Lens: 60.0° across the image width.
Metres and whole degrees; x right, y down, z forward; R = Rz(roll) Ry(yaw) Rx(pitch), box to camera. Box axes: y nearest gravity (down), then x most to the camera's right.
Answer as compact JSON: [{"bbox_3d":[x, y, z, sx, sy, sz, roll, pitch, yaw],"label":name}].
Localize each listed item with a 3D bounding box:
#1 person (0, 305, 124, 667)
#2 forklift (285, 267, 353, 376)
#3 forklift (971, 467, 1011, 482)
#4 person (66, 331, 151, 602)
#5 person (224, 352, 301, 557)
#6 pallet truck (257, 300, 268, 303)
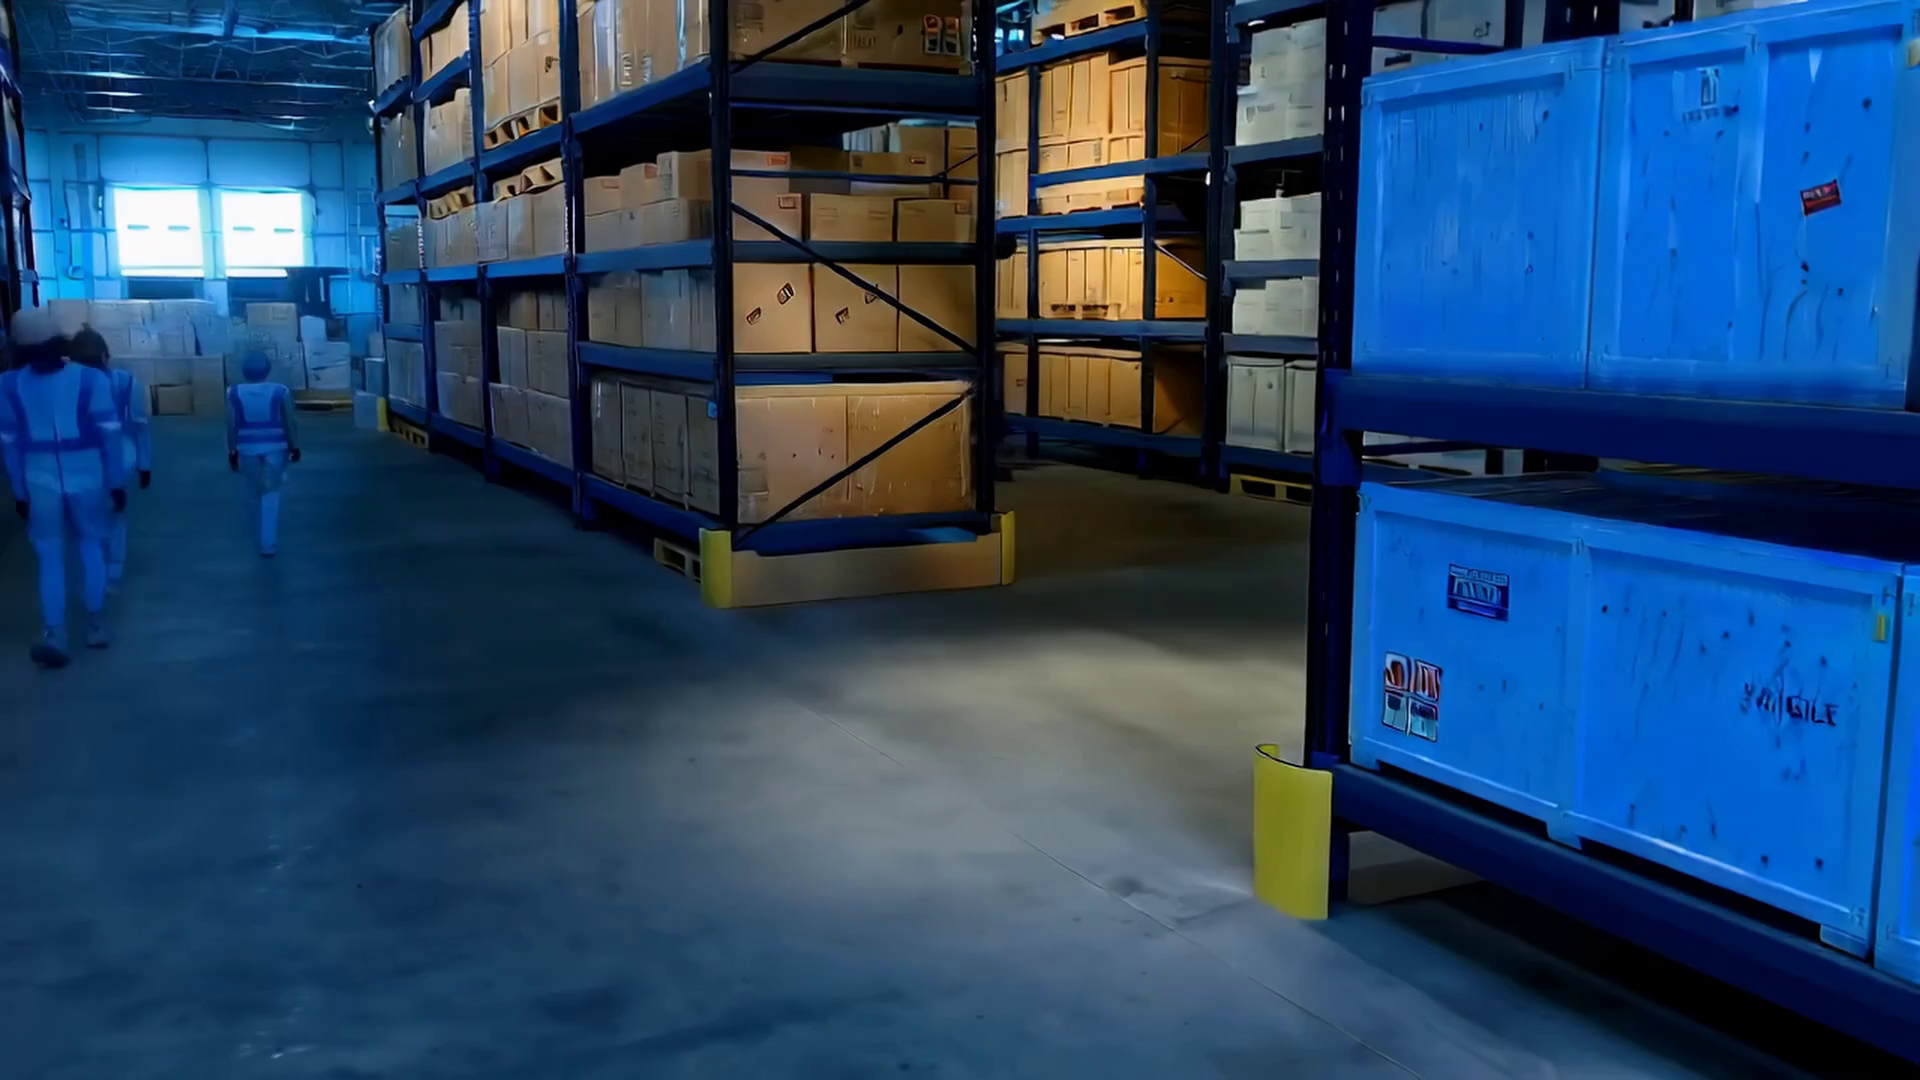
[{"bbox_3d":[-4.990,-0.299,9.231,0.634,1.968,1.060,-3,9,-21],"label":"person"},{"bbox_3d":[-16.532,-5.490,41.948,1.129,2.768,1.873,5,10,31],"label":"forklift"},{"bbox_3d":[-0.507,-2.029,18.077,1.873,2.768,1.129,8,11,42],"label":"forklift"},{"bbox_3d":[-5.777,-0.488,11.147,0.660,1.799,0.918,-4,9,-25],"label":"person"},{"bbox_3d":[-5.536,-0.690,13.243,0.514,1.598,0.848,-2,8,-11],"label":"person"},{"bbox_3d":[-23.913,-7.404,58.171,1.885,1.965,0.823,-1,8,-9],"label":"pallet truck"}]
